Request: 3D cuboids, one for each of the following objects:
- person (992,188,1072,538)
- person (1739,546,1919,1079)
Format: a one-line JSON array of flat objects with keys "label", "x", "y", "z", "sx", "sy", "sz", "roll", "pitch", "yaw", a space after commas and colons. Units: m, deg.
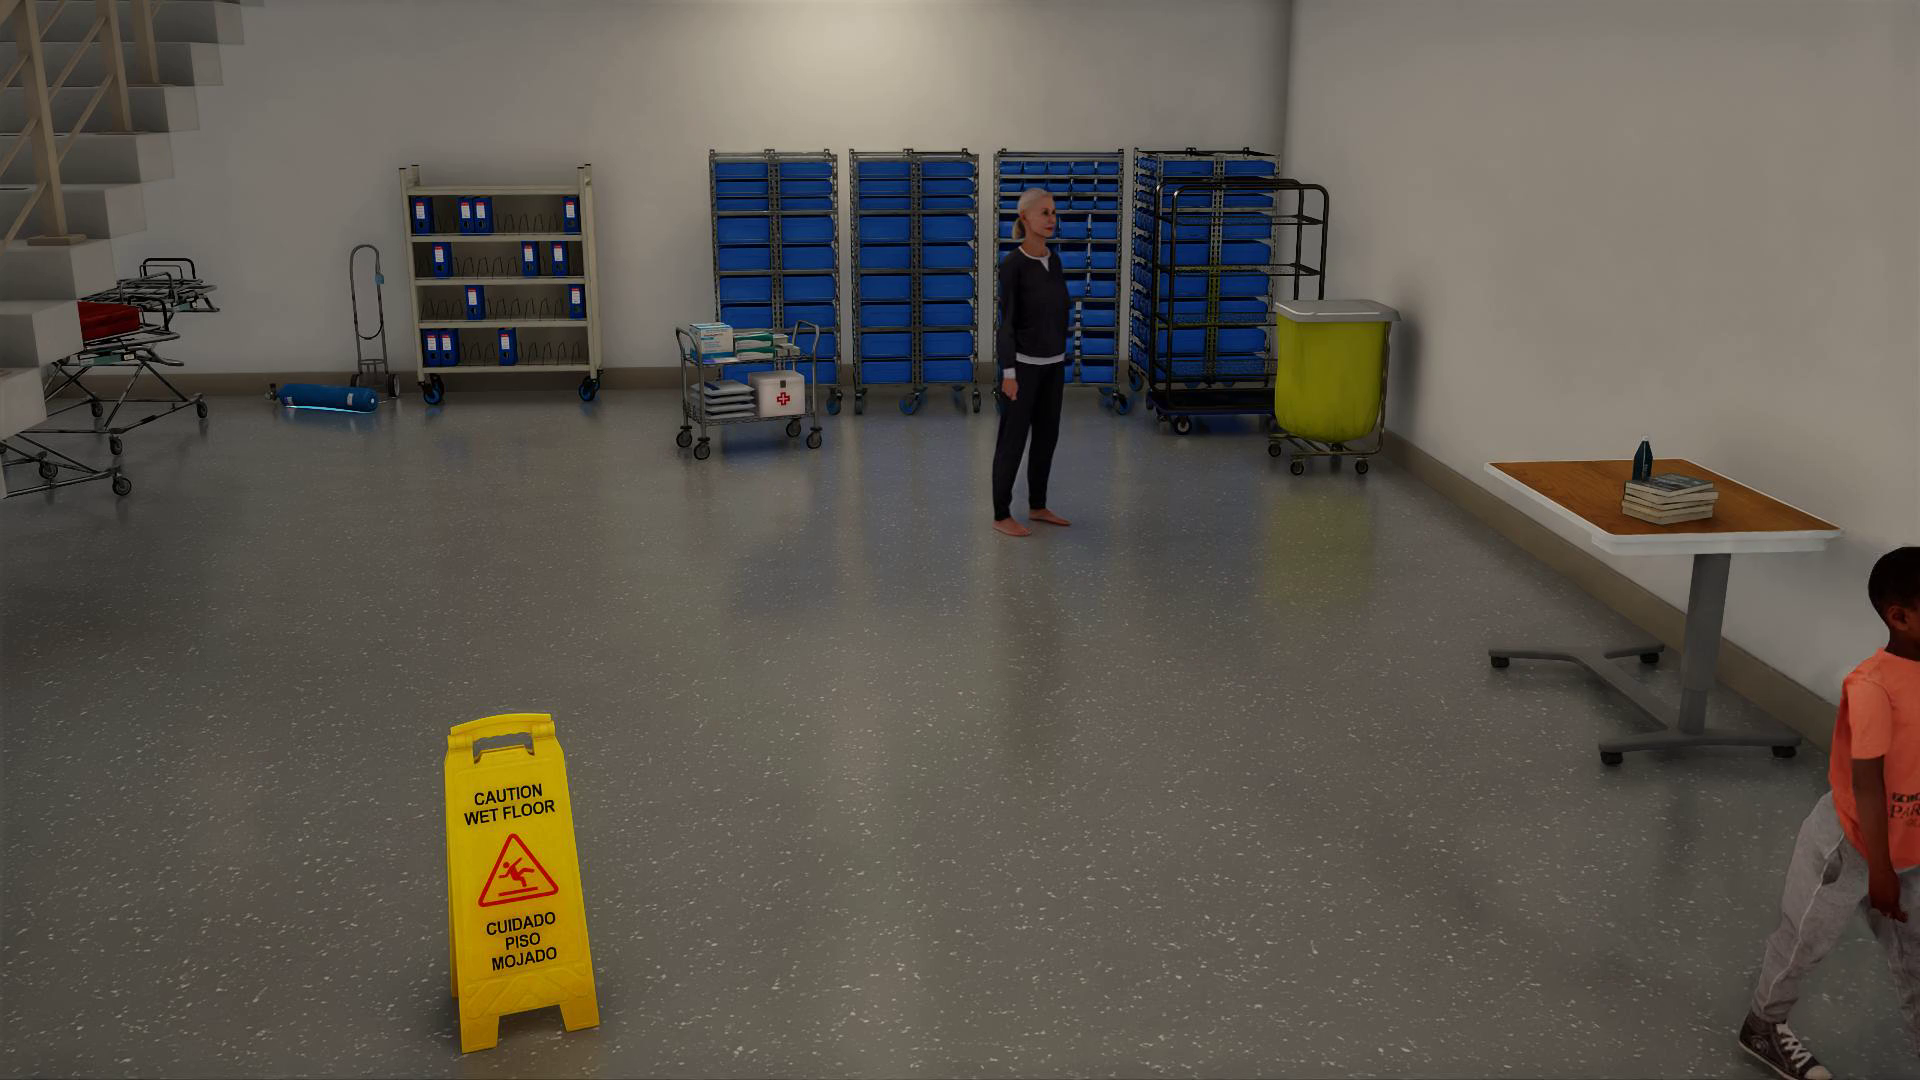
[{"label": "person", "x": 0.359, "y": -0.898, "z": 8.359, "sx": 0.678, "sy": 1.725, "sz": 0.718, "roll": -15, "pitch": 22, "yaw": -43}, {"label": "person", "x": 1.967, "y": 0.642, "z": 3.710, "sx": 0.660, "sy": 1.283, "sz": 0.902, "roll": -7, "pitch": 17, "yaw": -23}]
